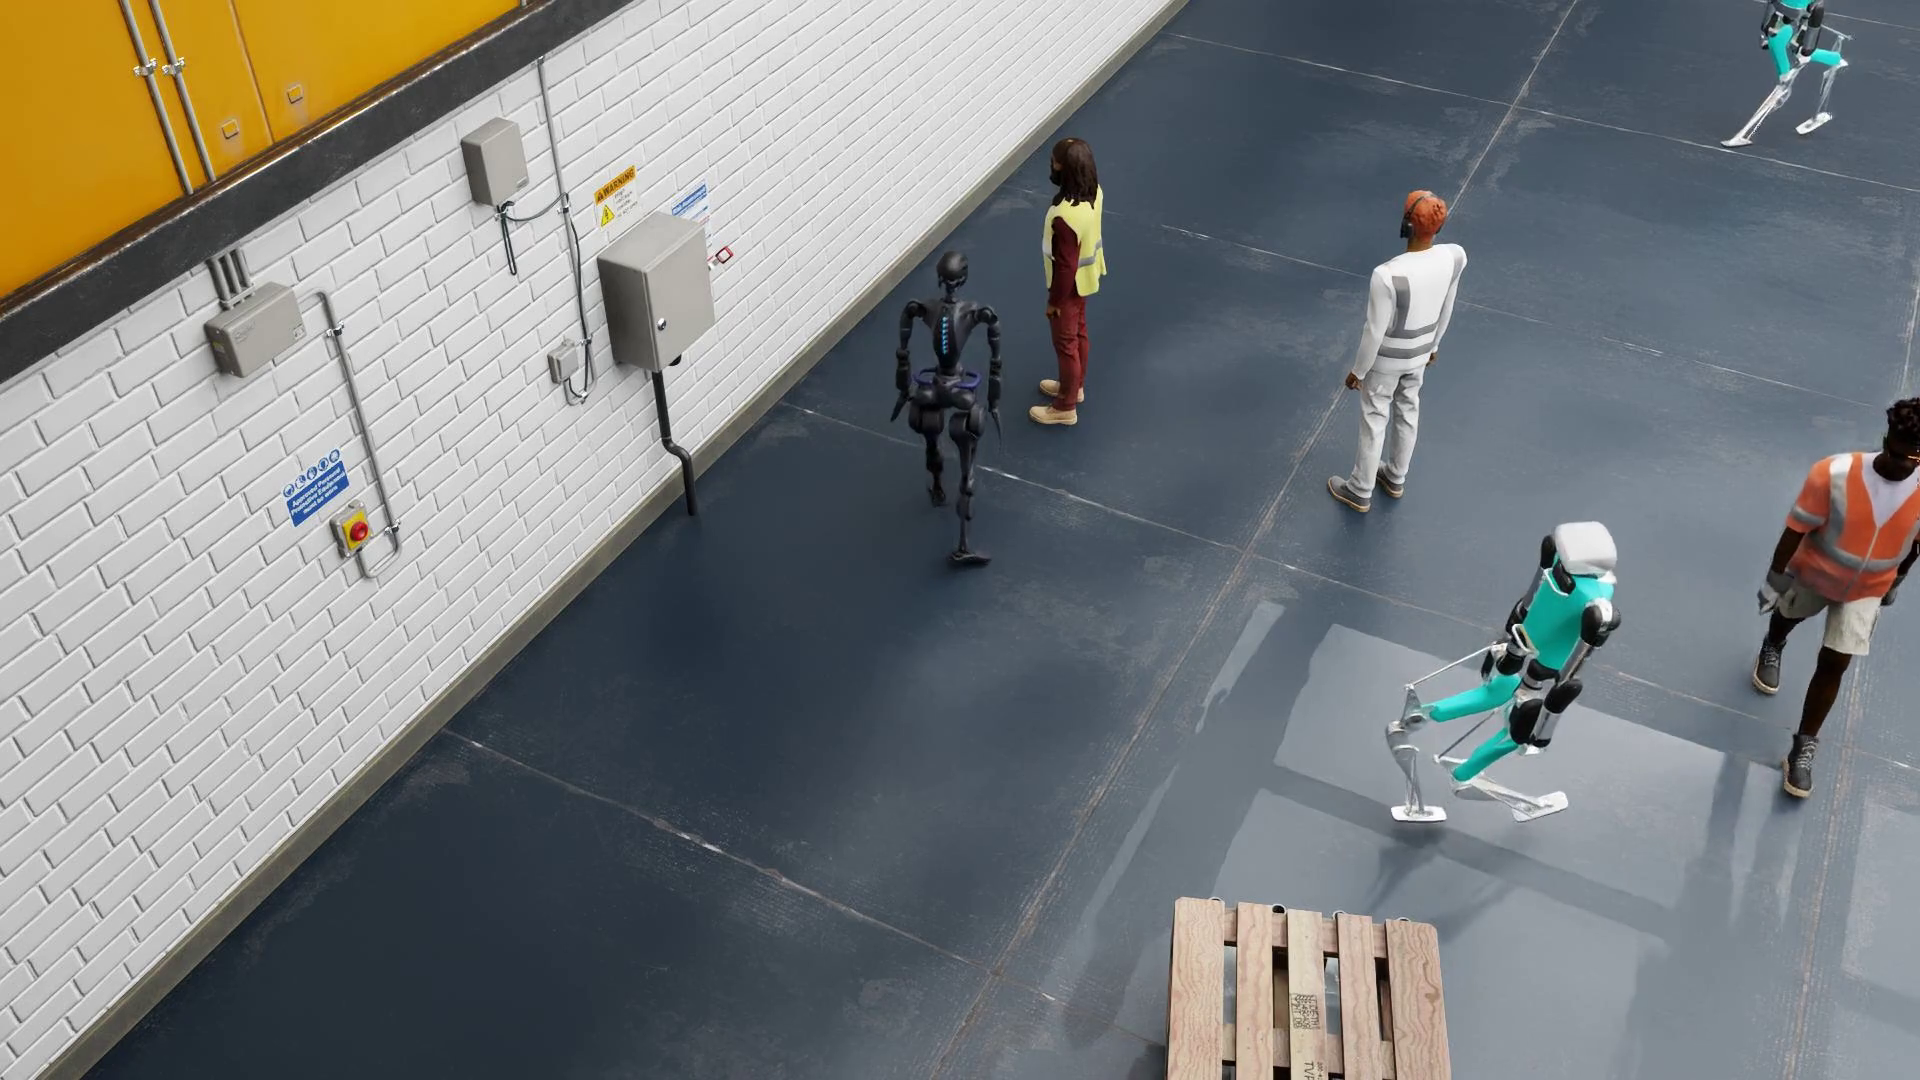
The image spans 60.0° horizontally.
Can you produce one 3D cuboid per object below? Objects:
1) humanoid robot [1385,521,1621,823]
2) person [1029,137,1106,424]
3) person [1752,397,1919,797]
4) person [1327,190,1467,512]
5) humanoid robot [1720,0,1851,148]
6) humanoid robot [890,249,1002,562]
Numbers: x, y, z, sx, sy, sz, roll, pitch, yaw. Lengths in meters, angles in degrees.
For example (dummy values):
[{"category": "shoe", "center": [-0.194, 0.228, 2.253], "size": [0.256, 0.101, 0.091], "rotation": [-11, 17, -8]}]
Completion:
[{"category": "humanoid robot", "center": [2.199, 0.655, 6.950], "size": [1.005, 1.721, 0.532], "rotation": [-4, 41, -5]}, {"category": "person", "center": [0.618, -1.442, 9.362], "size": [0.378, 1.768, 0.470], "rotation": [11, 42, 12]}, {"category": "person", "center": [3.919, 0.155, 7.407], "size": [0.616, 1.913, 1.024], "rotation": [11, 42, 13]}, {"category": "person", "center": [2.288, -0.972, 8.729], "size": [0.582, 1.882, 0.346], "rotation": [-20, 45, -22]}, {"category": "humanoid robot", "center": [6.194, -3.666, 12.011], "size": [1.018, 1.773, 0.532], "rotation": [-11, 42, -13]}, {"category": "humanoid robot", "center": [-0.084, -0.690, 8.601], "size": [0.613, 1.612, 0.757], "rotation": [8, 41, 9]}]
